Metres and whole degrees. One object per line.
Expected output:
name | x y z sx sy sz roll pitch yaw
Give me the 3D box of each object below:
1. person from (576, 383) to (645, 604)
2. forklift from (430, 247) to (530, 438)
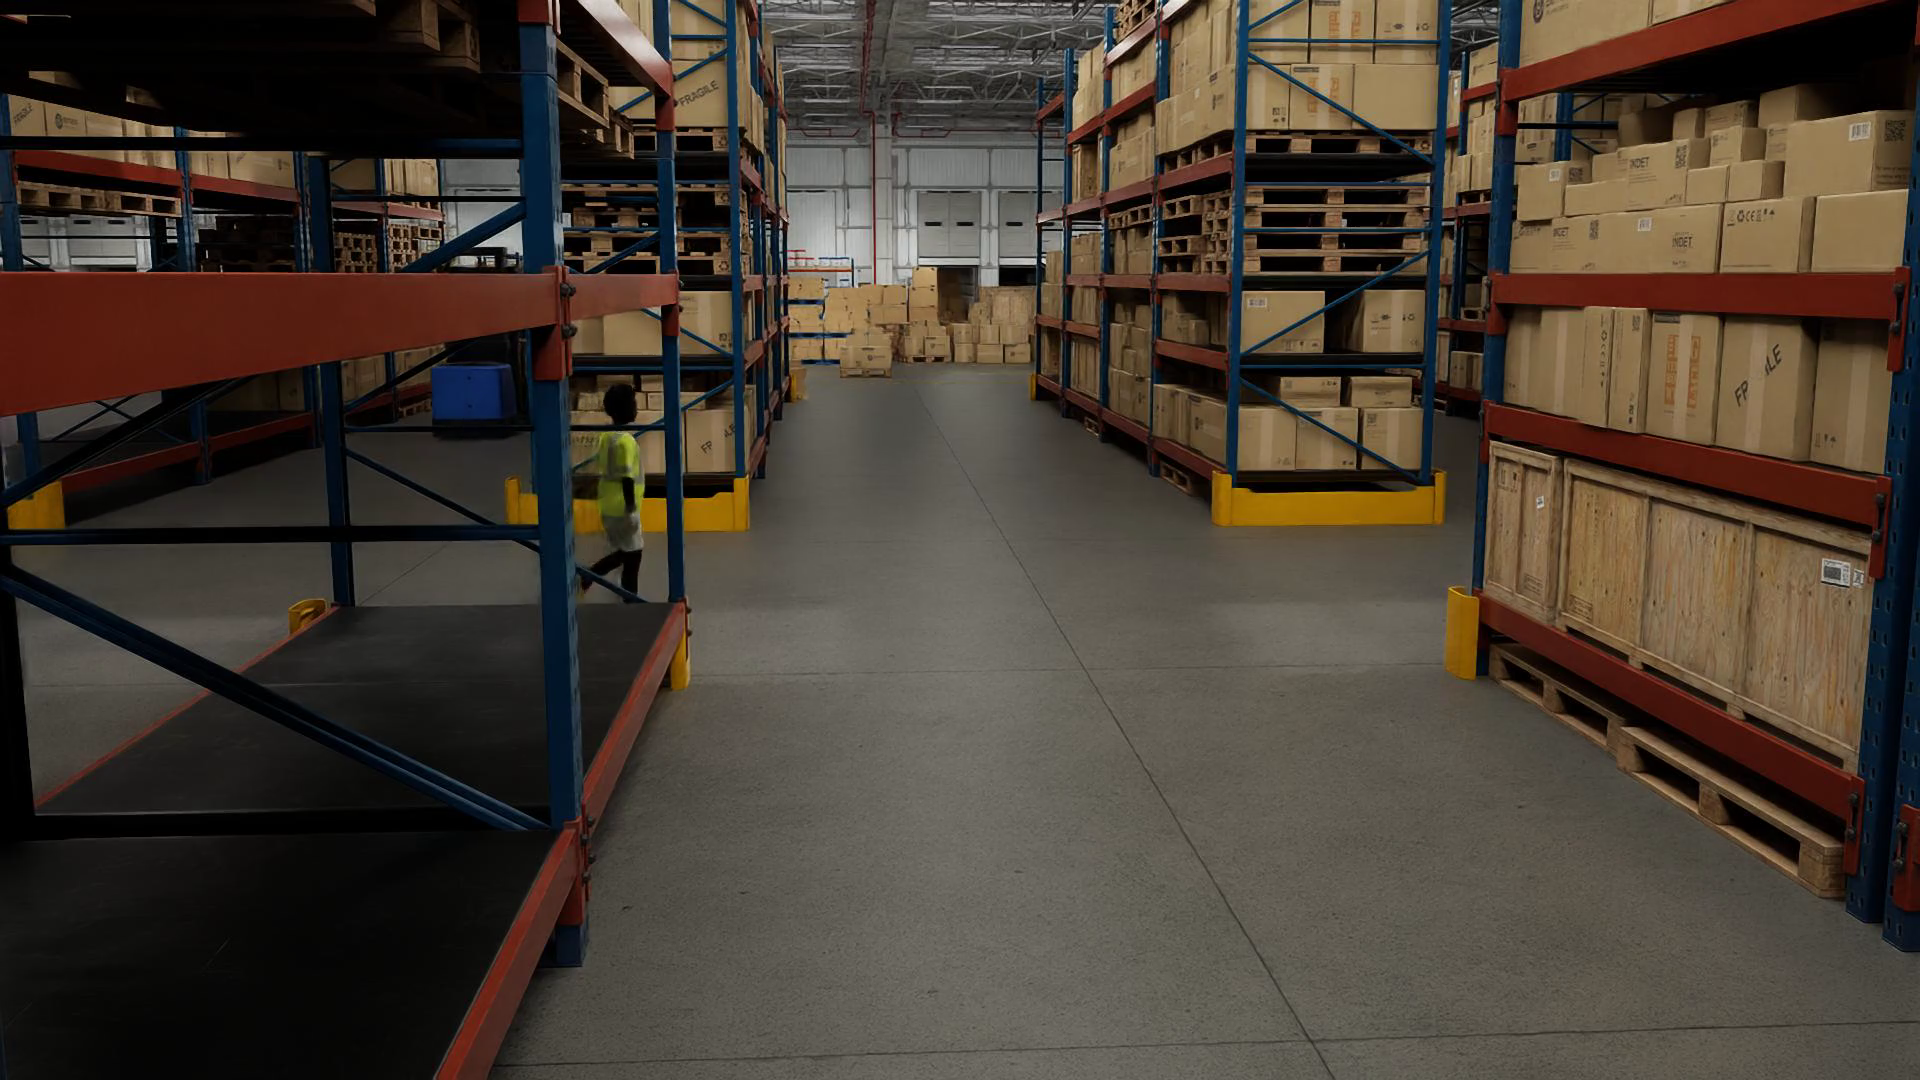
person | -2.350 -0.209 11.183 0.555 1.684 0.537 -4 10 -25
forklift | -7.224 -2.987 24.883 1.129 2.768 1.873 -1 9 -4
